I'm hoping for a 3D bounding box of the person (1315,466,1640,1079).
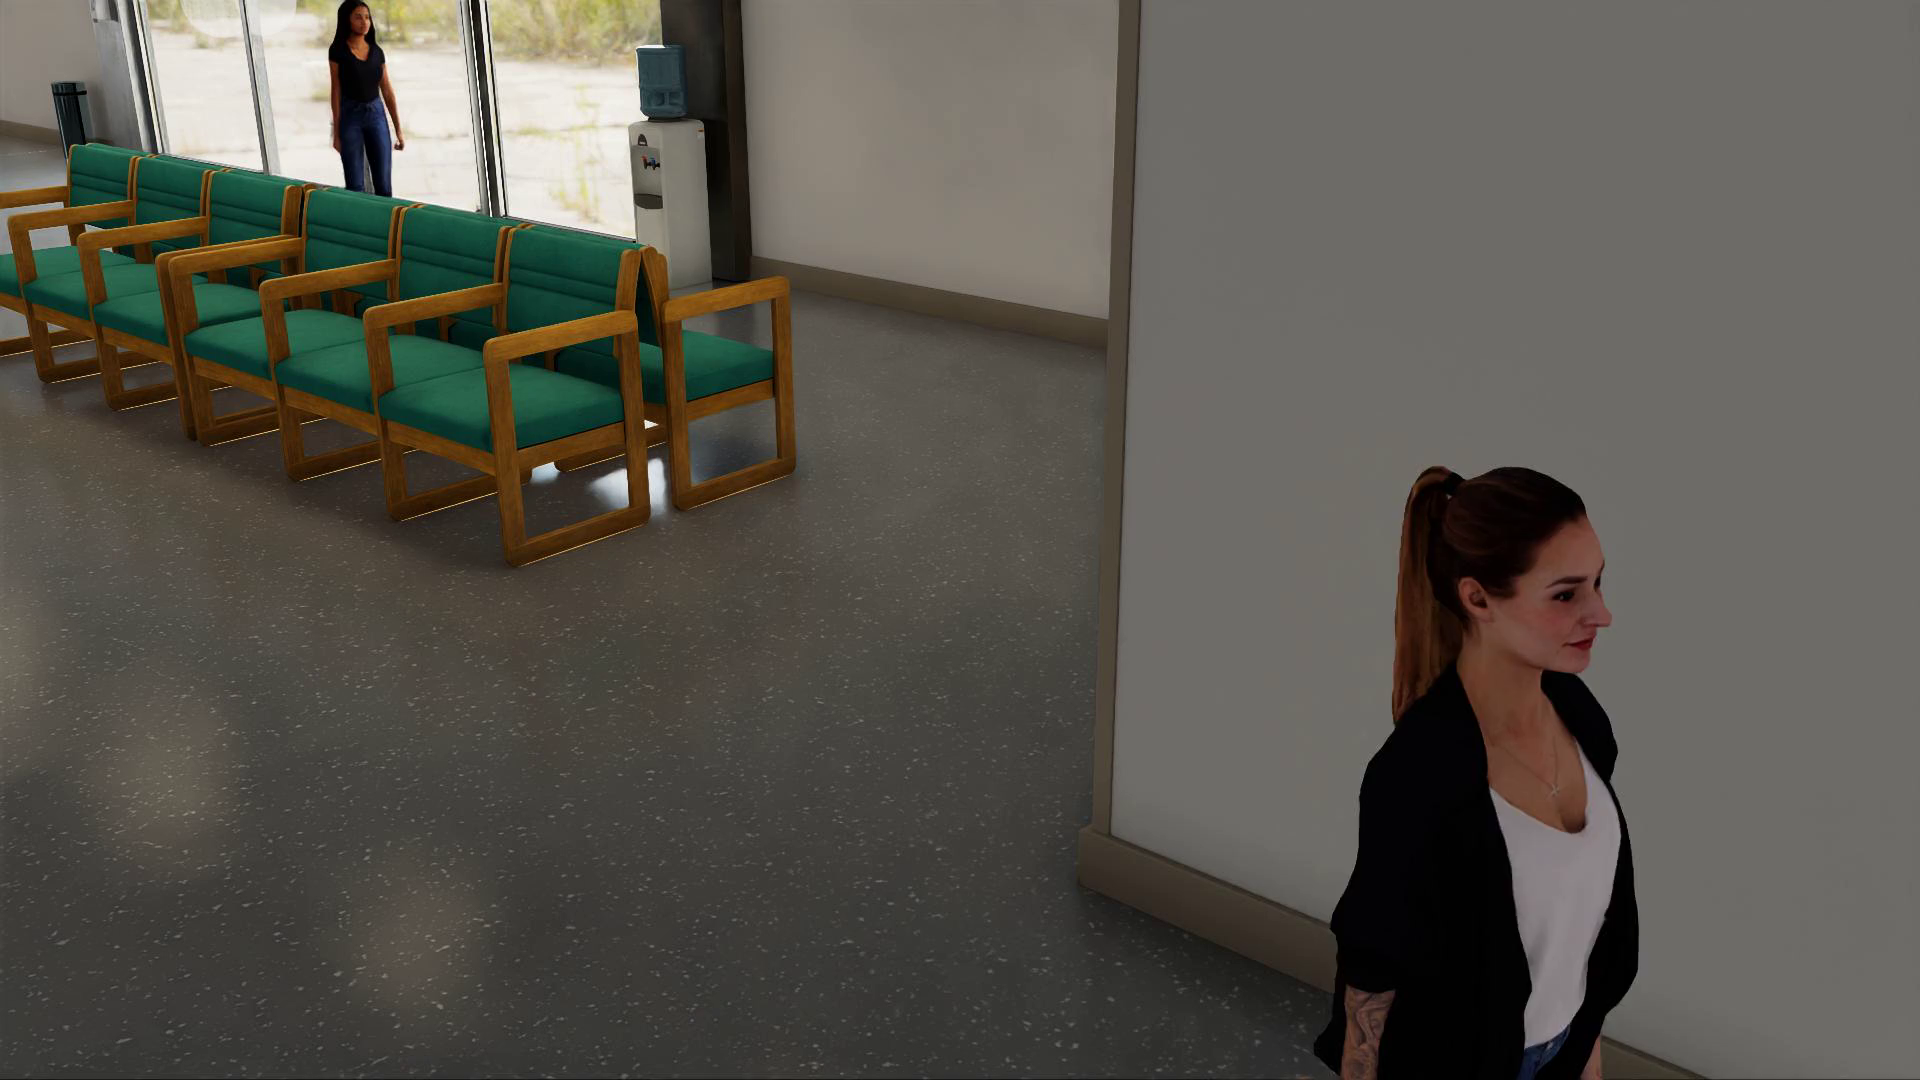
[{"bbox_3d":[0.605,0.696,2.296,1.075,1.638,0.770,-18,27,-38],"label":"person"}]

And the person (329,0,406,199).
[{"bbox_3d":[-4.098,-2.797,11.381,0.550,1.734,0.695,-18,27,-39],"label":"person"}]
